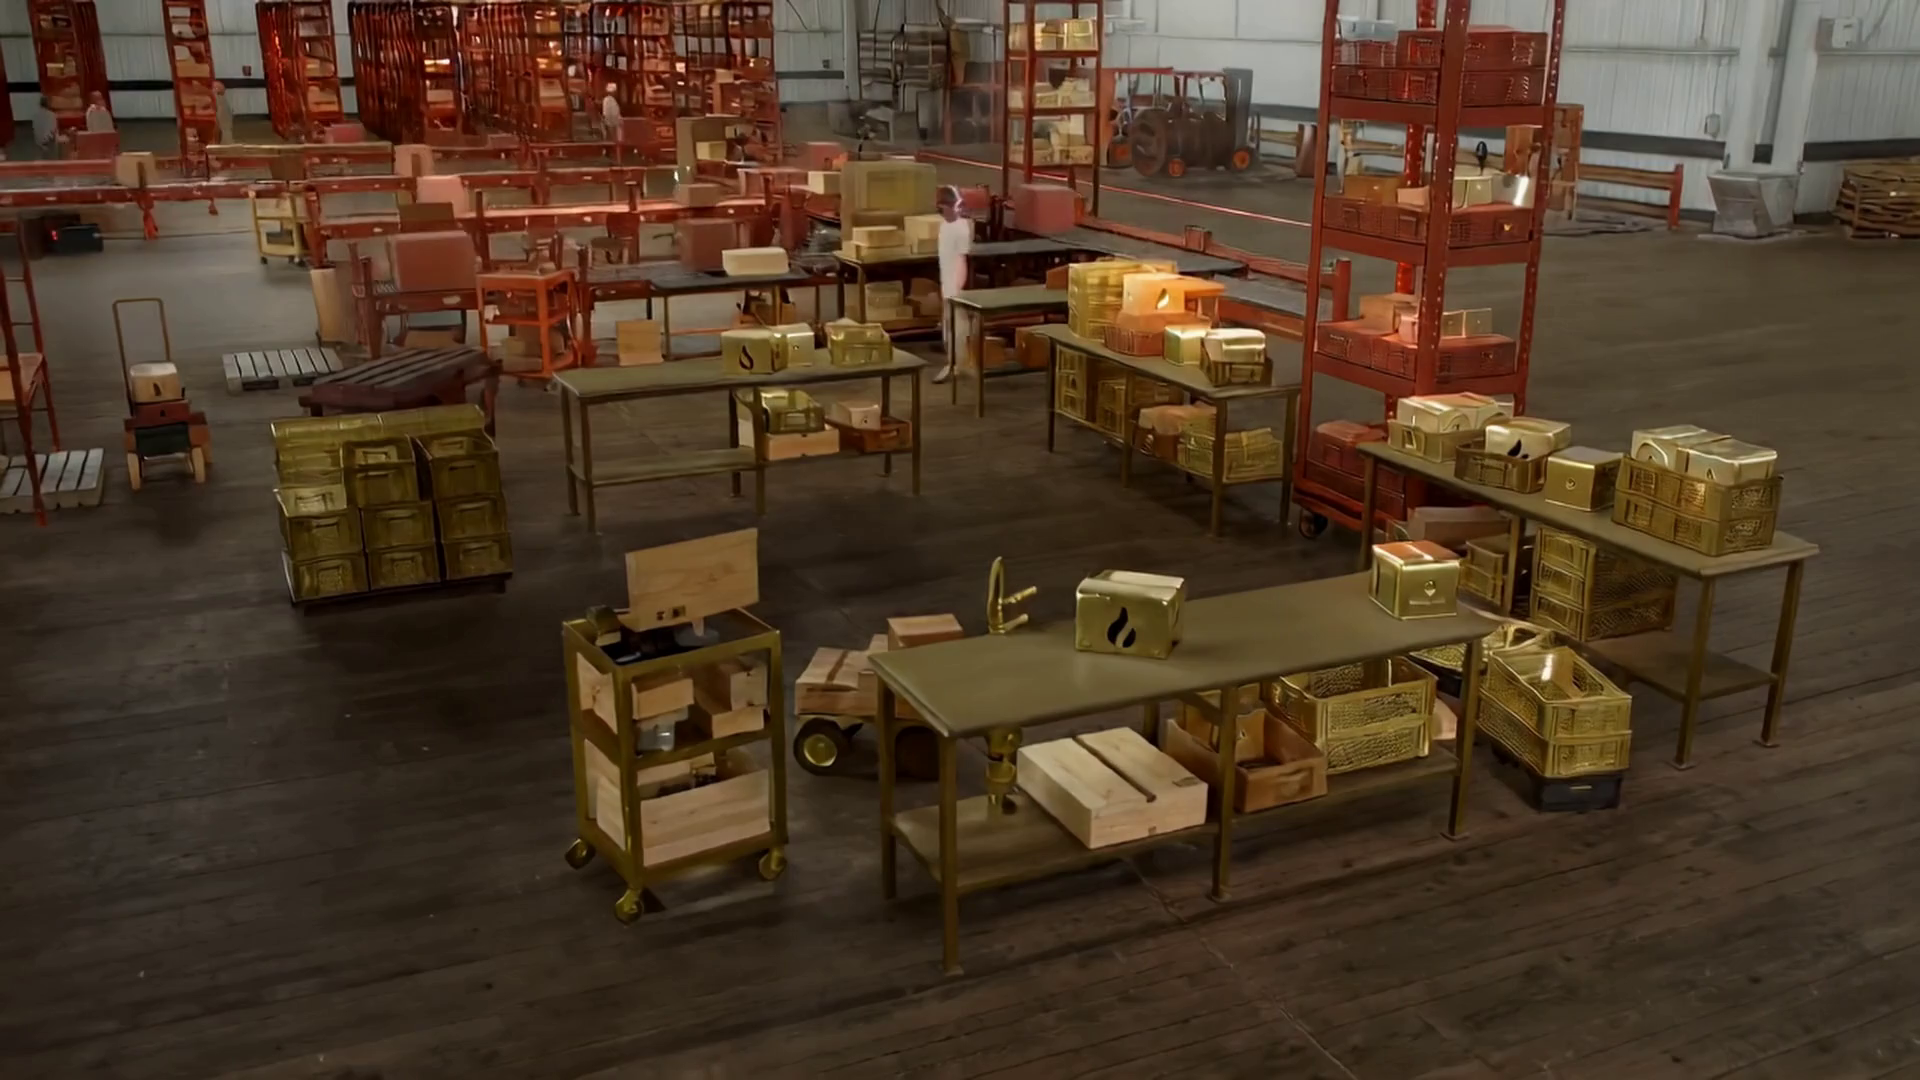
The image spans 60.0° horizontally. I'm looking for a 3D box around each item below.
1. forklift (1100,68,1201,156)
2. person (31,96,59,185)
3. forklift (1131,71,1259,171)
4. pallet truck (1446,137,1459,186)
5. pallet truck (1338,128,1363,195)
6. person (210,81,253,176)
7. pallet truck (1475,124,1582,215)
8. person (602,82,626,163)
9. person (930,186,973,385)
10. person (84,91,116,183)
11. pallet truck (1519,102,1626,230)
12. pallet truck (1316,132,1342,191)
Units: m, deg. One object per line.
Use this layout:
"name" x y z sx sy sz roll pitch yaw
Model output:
"forklift" 4.082 -9.564 37.410 2.680 1.987 1.157 -8 19 -23
"person" -17.718 -7.676 32.283 0.588 1.797 0.592 6 19 19
"forklift" 4.998 -8.936 35.413 2.680 1.987 1.157 -9 20 -25
"pallet truck" 9.184 -6.485 29.328 1.630 1.274 0.653 -8 19 -23
"pallet truck" 7.845 -7.140 31.411 1.522 1.261 0.704 -9 20 -25
"person" -15.475 -8.684 35.178 0.849 1.974 0.611 -5 18 -14
"pallet truck" 9.707 -6.455 28.103 1.885 1.965 0.823 -7 19 -20
"person" -8.061 -9.637 38.420 0.506 1.815 0.611 -6 19 -20
"person" -0.011 -2.354 15.421 0.498 1.852 0.530 -9 20 -26
"person" -16.720 -7.804 32.520 0.443 1.889 0.669 3 18 10
"pallet truck" 9.972 -6.037 26.785 1.885 1.965 0.823 -9 20 -25
"pallet truck" 7.723 -7.504 32.656 1.601 1.201 0.680 -8 19 -23
